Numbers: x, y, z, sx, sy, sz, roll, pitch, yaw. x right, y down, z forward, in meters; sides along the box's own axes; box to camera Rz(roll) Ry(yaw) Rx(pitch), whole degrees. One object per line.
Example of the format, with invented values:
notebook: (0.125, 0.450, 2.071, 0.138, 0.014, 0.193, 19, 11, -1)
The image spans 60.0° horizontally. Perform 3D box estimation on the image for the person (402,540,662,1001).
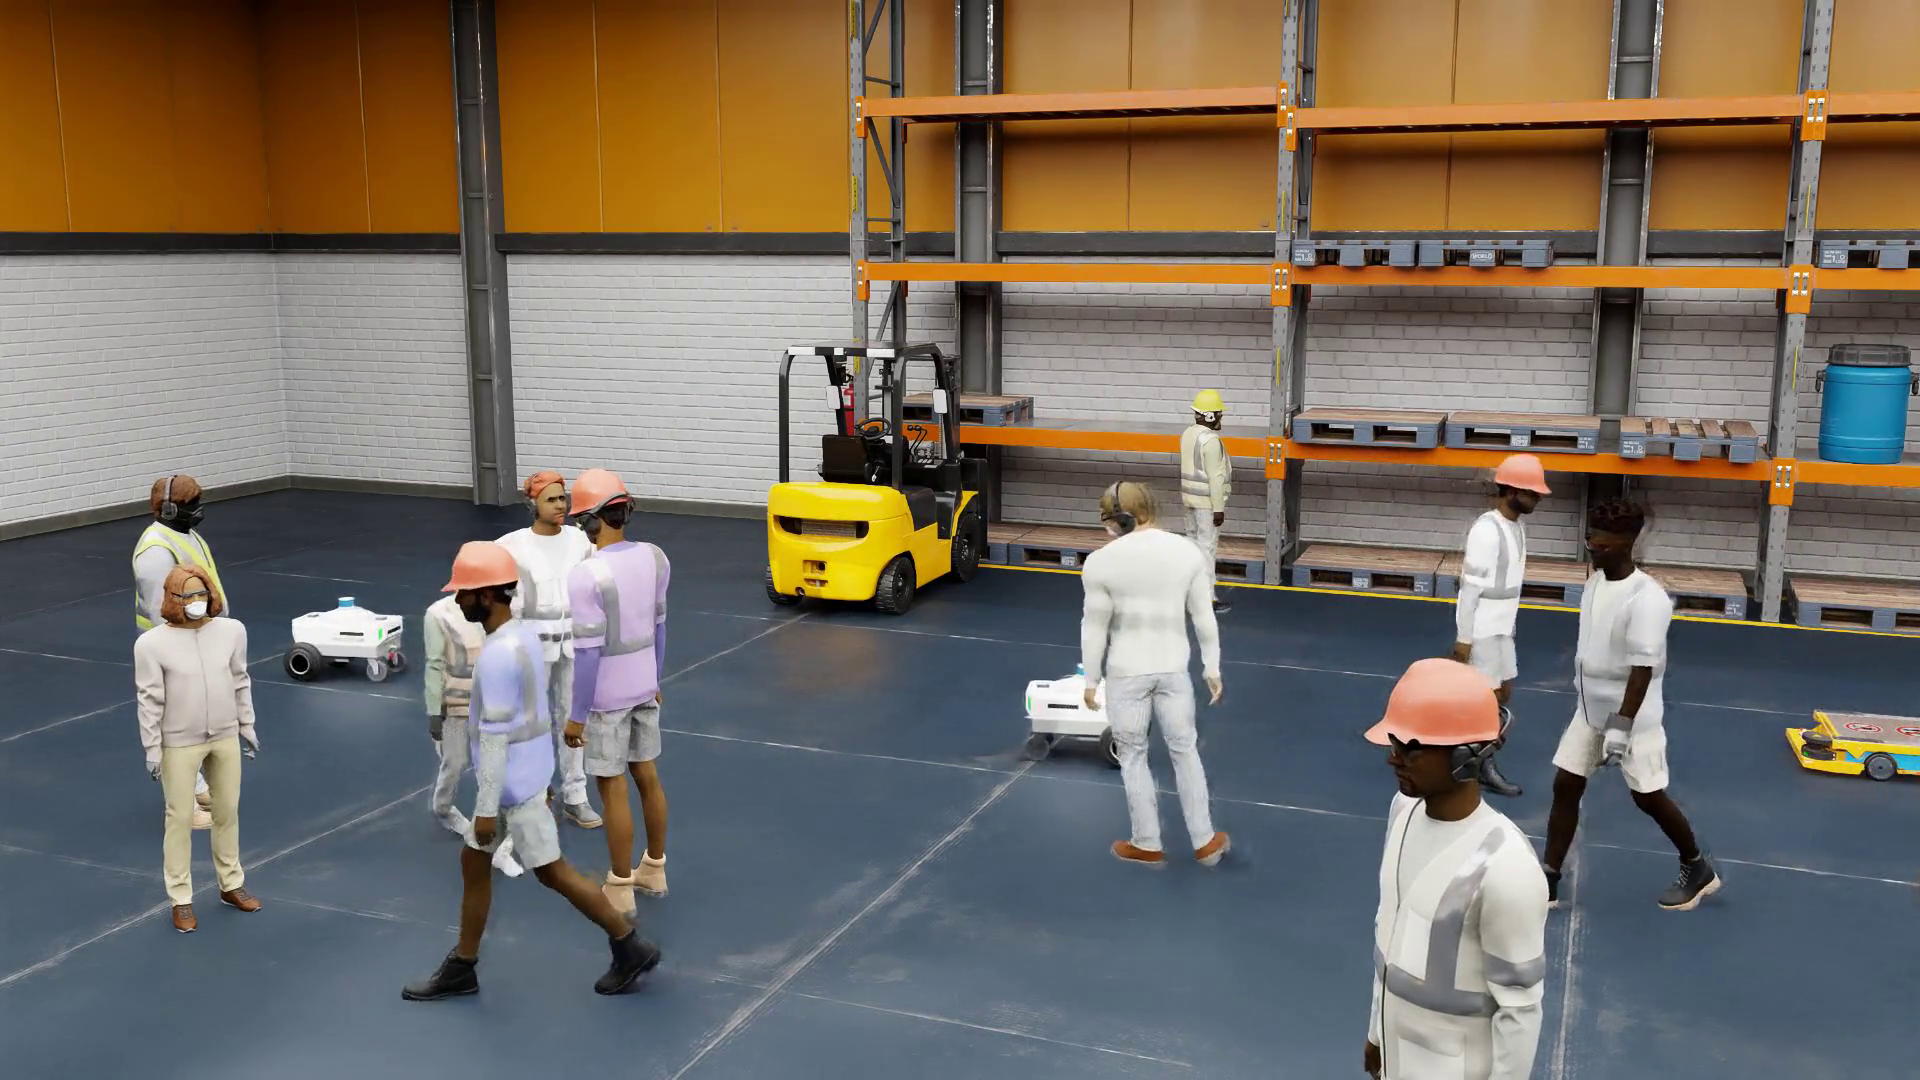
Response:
person: (-1.707, 0.928, 6.614, 1.011, 1.892, 0.556, -2, 10, -9)

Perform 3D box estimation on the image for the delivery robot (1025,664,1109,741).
delivery robot: (0.744, 0.970, 9.796, 0.707, 0.478, 0.477, 2, 10, 9)

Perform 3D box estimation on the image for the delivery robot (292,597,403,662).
delivery robot: (-4.274, 0.642, 11.621, 0.707, 0.478, 0.477, 2, 10, 10)

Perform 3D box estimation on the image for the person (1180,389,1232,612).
person: (2.027, -0.323, 13.696, 0.404, 1.833, 0.590, -3, 11, -17)

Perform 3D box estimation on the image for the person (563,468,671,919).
person: (-1.568, 0.689, 7.505, 0.392, 2.033, 0.605, 5, 11, 27)

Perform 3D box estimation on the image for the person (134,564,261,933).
person: (-3.380, 0.905, 7.409, 0.270, 1.632, 0.508, 9, 13, 40)

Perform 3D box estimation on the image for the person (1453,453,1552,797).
person: (2.867, 0.462, 9.096, 0.616, 1.913, 0.570, 8, 13, 37)

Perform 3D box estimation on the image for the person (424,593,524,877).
person: (-2.406, 0.790, 8.156, 0.541, 1.602, 0.797, -9, 13, -40)

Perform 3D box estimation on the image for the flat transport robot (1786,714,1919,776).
flat transport robot: (5.591, 1.201, 9.559, 1.431, 0.197, 0.652, 3, 11, 18)

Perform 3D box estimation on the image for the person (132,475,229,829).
person: (-4.040, 0.573, 8.687, 0.430, 1.843, 0.625, -2, 10, -11)

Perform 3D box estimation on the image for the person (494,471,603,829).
person: (-2.092, 0.581, 8.516, 0.582, 1.884, 0.351, -8, 13, -38)

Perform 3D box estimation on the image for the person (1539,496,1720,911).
person: (3.000, 0.753, 7.485, 1.005, 1.927, 0.624, -2, 10, -12)

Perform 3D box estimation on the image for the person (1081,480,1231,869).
person: (0.942, 0.658, 8.071, 0.736, 1.895, 0.474, -3, 11, -15)

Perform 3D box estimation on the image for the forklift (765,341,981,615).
forklift: (-0.739, -0.602, 14.246, 1.214, 2.155, 2.313, 4, 11, 21)

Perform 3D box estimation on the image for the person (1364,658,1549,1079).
person: (1.161, 1.291, 4.120, 0.379, 2.041, 0.616, -2, 10, -13)
